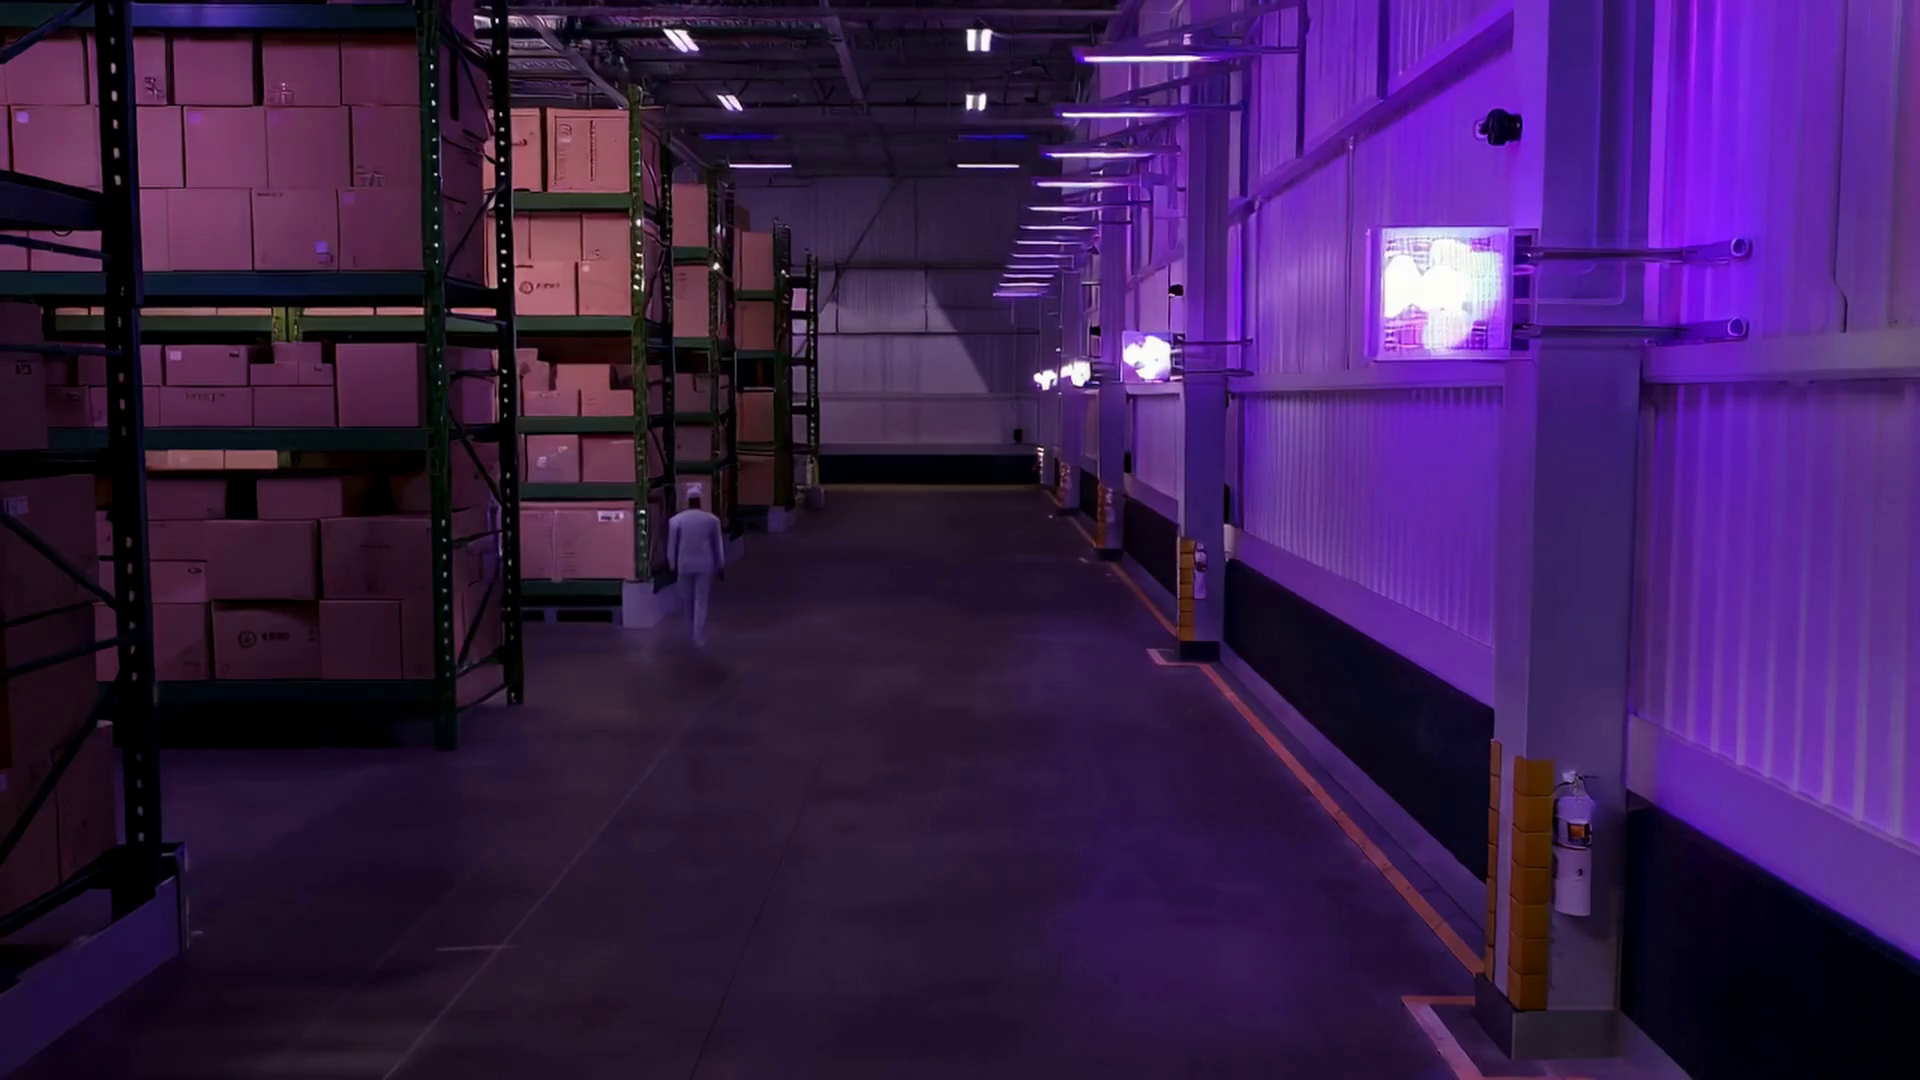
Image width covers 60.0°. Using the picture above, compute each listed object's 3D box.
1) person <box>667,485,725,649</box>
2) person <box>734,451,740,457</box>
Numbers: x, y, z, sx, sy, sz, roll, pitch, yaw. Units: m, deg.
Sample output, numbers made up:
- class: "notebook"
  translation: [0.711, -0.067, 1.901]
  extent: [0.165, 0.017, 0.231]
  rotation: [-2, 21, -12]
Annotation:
- class: "person"
  translation: [-2.772, 0.271, 17.555]
  extent: [0.585, 1.699, 0.900]
  rotation: [0, 5, 1]
- class: "person"
  translation: [-5.197, -1.464, 38.129]
  extent: [0.308, 1.639, 0.517]
  rotation: [1, 5, 14]
